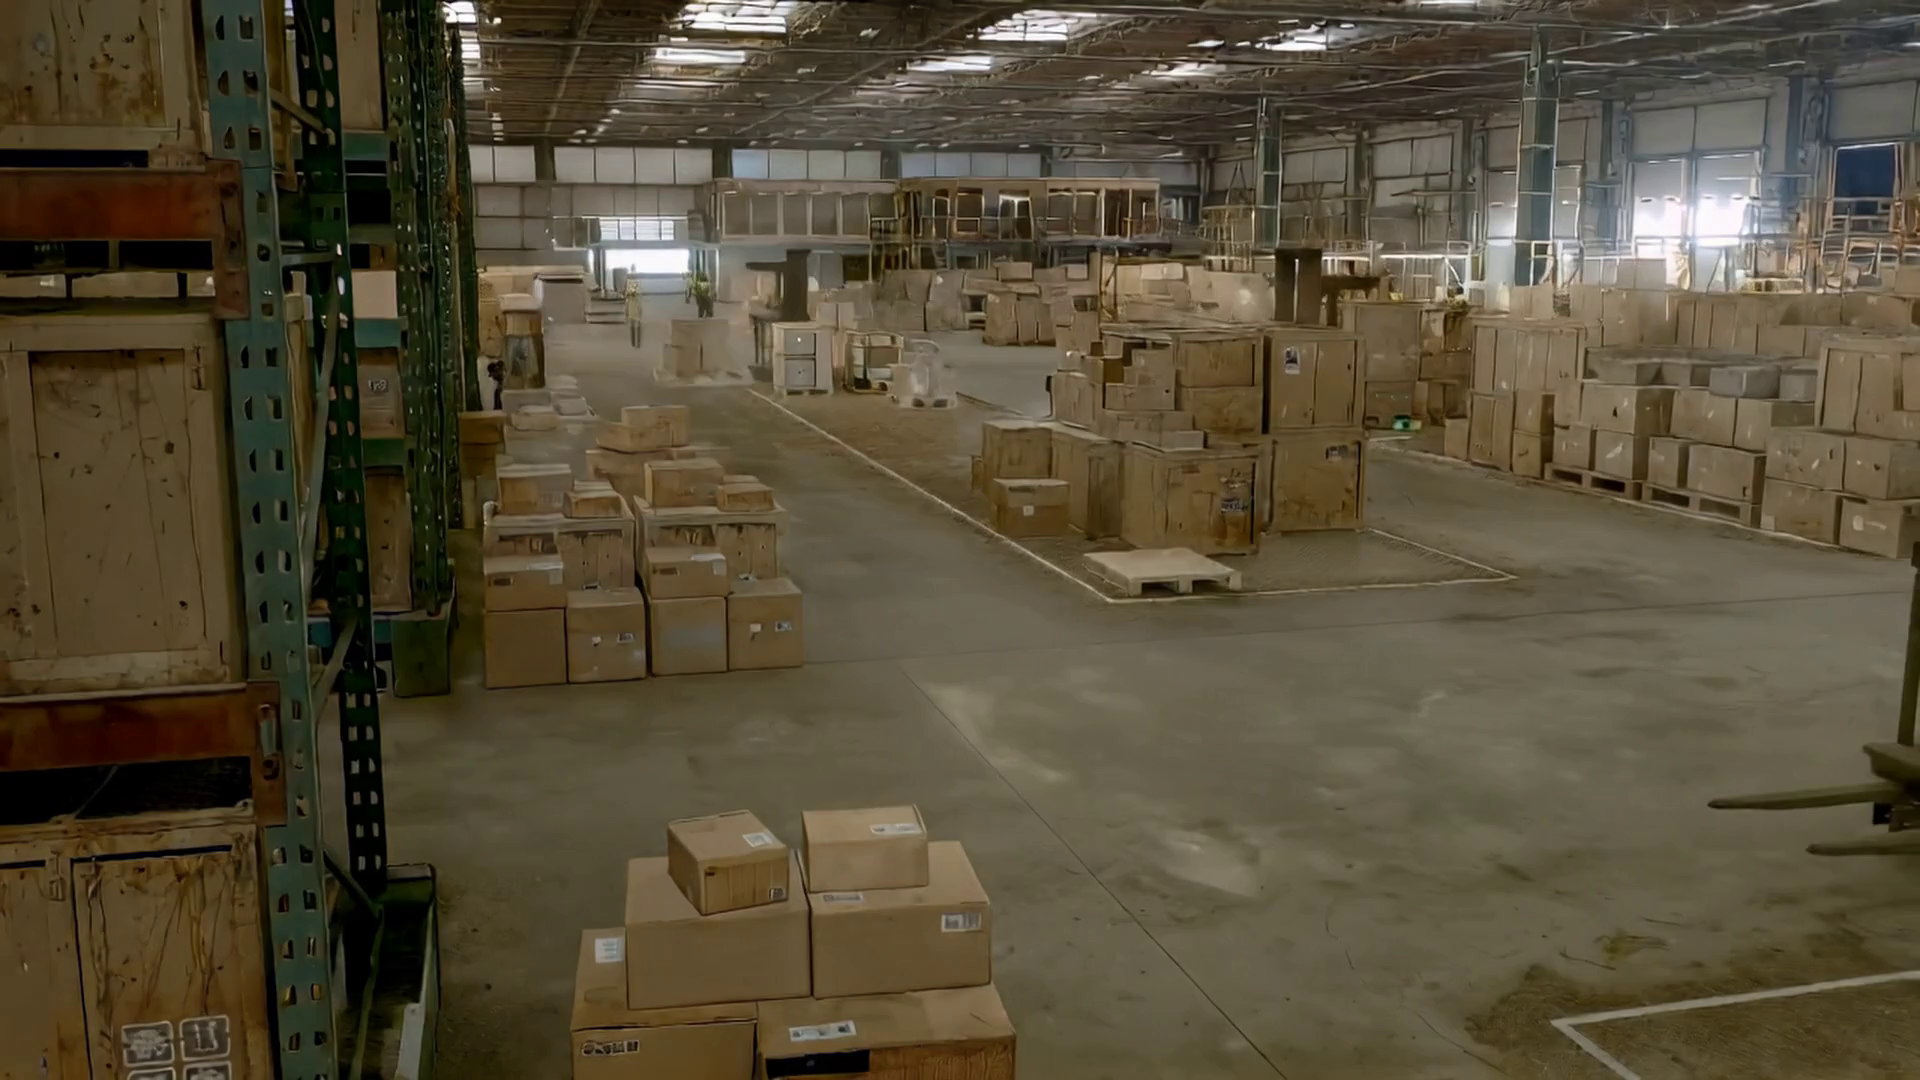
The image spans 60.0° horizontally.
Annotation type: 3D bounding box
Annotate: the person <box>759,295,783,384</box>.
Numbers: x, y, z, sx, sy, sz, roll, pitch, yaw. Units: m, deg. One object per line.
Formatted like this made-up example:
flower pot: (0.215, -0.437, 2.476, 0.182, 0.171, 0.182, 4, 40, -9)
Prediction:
person: (-3.936, -4.176, 34.701, 0.544, 1.860, 0.412, -3, 11, -19)

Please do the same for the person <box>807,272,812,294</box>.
person: (-5.712, -8.856, 60.901, 0.863, 1.960, 0.661, 5, 11, 25)

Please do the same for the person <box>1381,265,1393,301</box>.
person: (20.749, -12.369, 80.848, 0.603, 1.949, 0.397, 7, 12, 35)

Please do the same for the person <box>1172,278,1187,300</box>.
person: (6.524, -6.692, 48.743, 0.628, 1.936, 0.375, 0, 10, -1)

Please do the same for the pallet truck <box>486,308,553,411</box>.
pallet truck: (-6.242, -2.418, 24.362, 0.823, 1.965, 1.885, 1, 10, 3)

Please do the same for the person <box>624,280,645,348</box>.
person: (-9.238, -6.399, 47.188, 0.569, 1.891, 0.948, -2, 10, -14)

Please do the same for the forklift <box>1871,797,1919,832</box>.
forklift: (5.524, 0.093, 7.646, 1.873, 2.768, 1.129, -3, 10, -15)

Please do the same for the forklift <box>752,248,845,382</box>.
forklift: (-3.442, -4.813, 35.426, 1.873, 2.768, 1.129, -3, 10, -15)

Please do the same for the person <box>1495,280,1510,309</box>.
person: (19.082, -8.297, 58.501, 0.530, 1.697, 0.322, -2, 10, -9)

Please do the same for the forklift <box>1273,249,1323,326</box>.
forklift: (4.855, -2.824, 24.162, 1.873, 2.768, 1.129, -3, 10, -15)

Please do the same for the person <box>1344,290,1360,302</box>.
person: (14.198, -8.692, 60.357, 0.648, 1.831, 0.540, -3, 11, -18)

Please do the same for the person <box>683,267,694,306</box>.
person: (-13.170, -12.287, 80.576, 0.576, 1.882, 0.355, 5, 11, 25)

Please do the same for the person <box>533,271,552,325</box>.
person: (-15.393, -8.797, 60.613, 1.068, 1.957, 0.650, 1, 10, 4)

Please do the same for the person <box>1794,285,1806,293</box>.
person: (21.874, -5.774, 43.729, 0.566, 1.882, 1.032, -7, 12, -35)

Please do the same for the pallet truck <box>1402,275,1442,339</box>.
pallet truck: (14.620, -7.324, 52.145, 0.823, 1.965, 1.885, 8, 13, 40)

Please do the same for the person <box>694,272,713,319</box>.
person: (-8.527, -7.999, 55.846, 0.699, 2.000, 0.981, 4, 11, 21)

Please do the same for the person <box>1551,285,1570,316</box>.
person: (14.891, -5.368, 41.279, 0.589, 1.924, 0.383, 4, 11, 23)

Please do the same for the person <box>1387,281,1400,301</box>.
person: (12.078, -6.276, 46.438, 0.370, 1.916, 0.597, 8, 13, 37)

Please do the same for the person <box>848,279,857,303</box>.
person: (-3.684, -8.310, 58.492, 0.697, 1.730, 0.531, -6, 11, -29)

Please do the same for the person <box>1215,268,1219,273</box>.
person: (12.618, -12.445, 81.715, 0.945, 1.789, 0.654, -6, 12, -32)

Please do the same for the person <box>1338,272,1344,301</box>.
person: (18.119, -12.192, 80.039, 0.961, 1.880, 0.605, 8, 13, 38)
